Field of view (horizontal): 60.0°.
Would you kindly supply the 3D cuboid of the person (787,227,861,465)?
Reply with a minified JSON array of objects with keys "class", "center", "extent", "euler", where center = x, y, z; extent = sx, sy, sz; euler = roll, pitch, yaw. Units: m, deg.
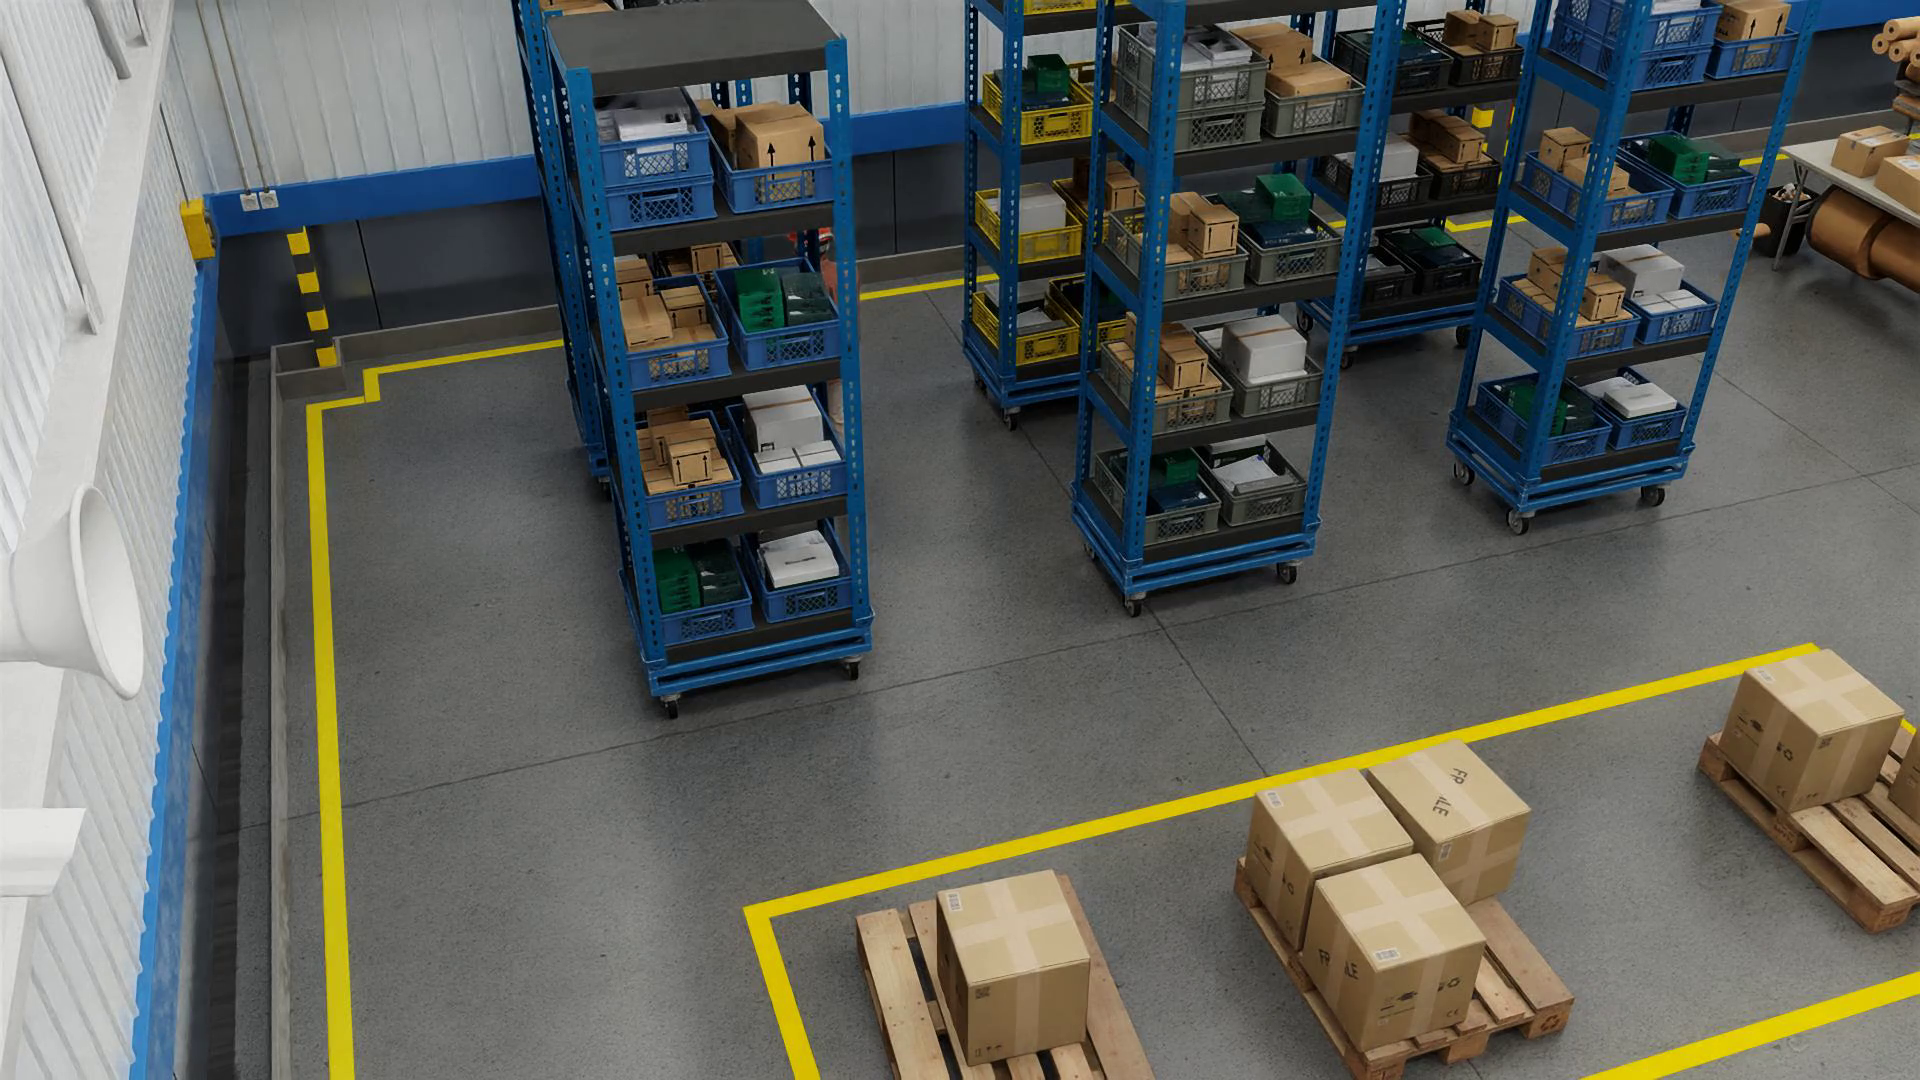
[{"class":"person","center":[-0.854,-1.059,10.066],"extent":[0.411,1.980,0.626],"euler":[27,43,33]}]
